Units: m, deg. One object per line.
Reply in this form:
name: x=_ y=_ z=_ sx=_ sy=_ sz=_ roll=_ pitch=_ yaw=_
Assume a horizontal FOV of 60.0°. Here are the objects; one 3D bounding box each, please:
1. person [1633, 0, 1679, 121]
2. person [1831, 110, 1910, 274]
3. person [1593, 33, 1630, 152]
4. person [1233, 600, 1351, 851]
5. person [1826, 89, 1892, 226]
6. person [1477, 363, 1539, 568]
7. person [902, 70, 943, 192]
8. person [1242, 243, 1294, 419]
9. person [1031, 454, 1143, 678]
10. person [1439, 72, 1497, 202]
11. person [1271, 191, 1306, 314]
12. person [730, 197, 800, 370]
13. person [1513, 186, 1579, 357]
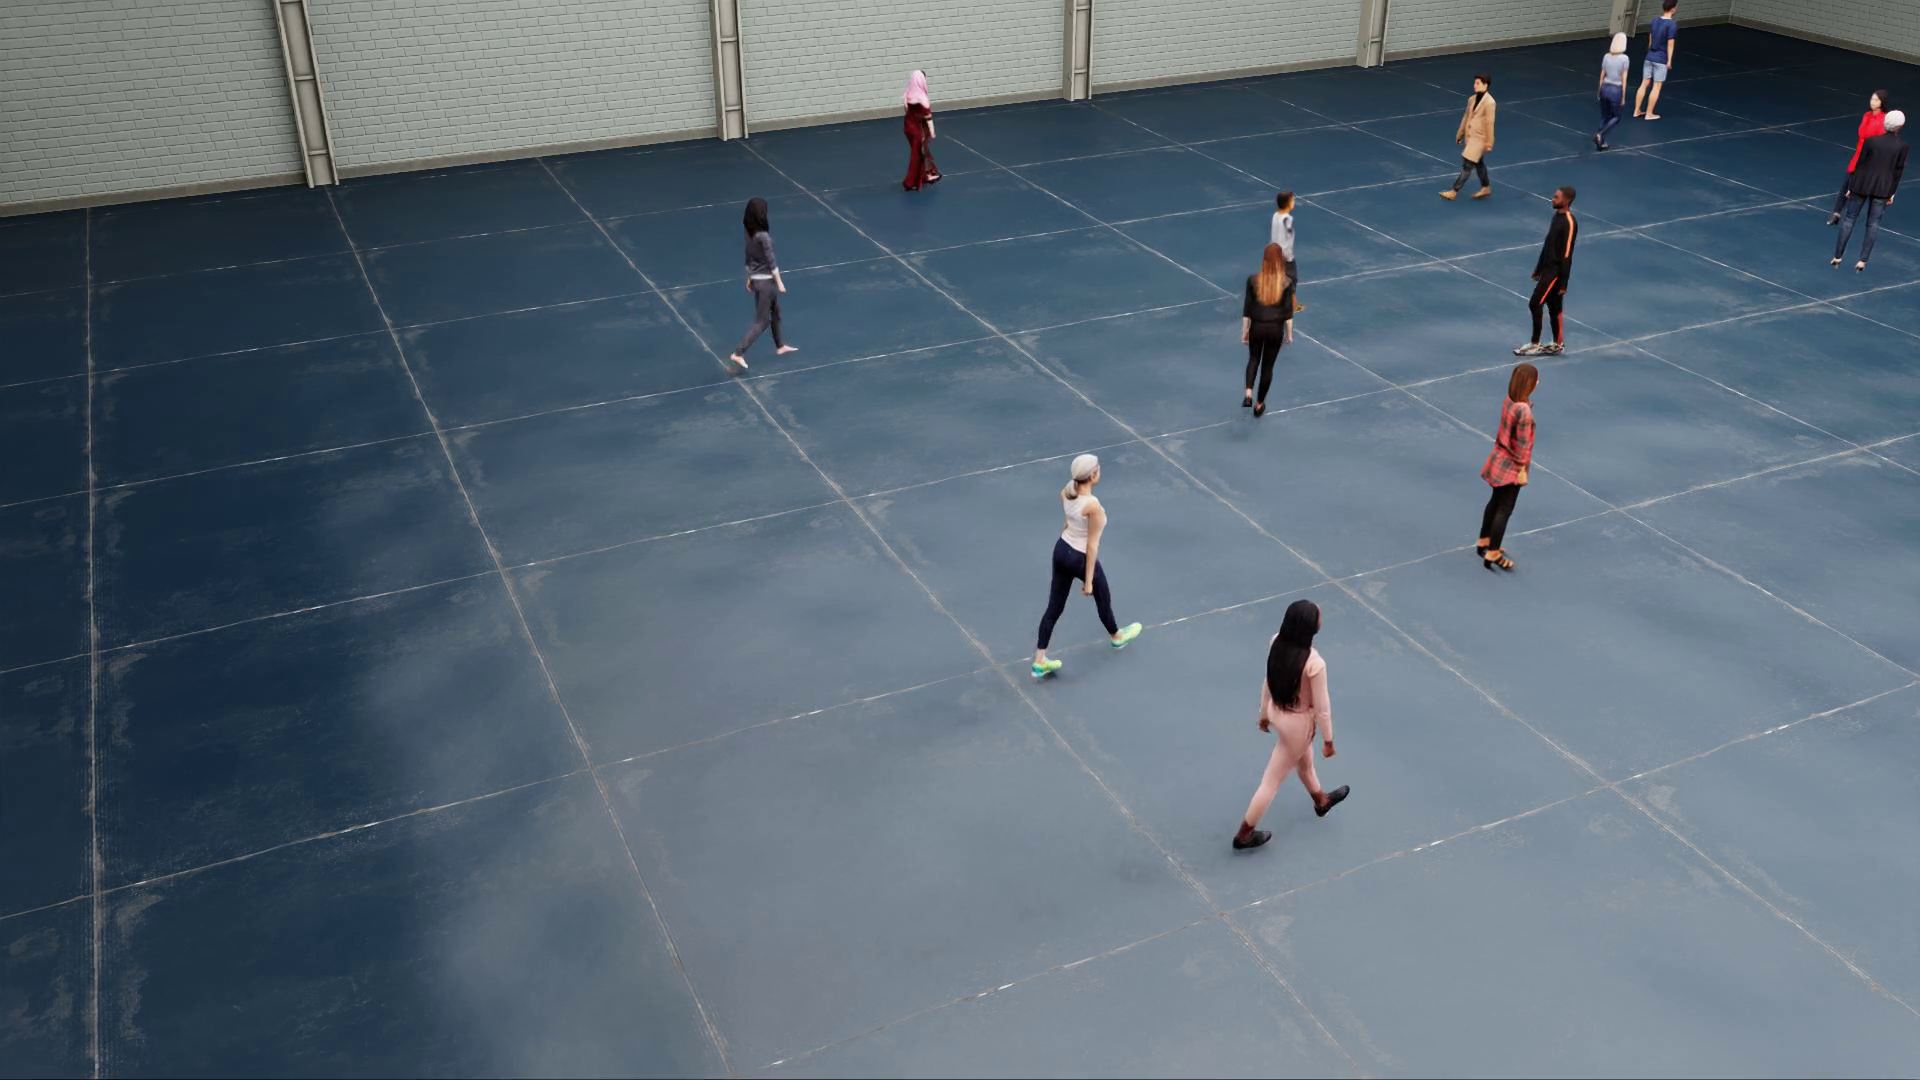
person: x=10.960 y=-7.564 z=26.153 sx=0.554 sy=1.842 sz=0.619 roll=-15 pitch=32 yaw=-26
person: x=9.795 y=-3.785 z=17.953 sx=0.824 sy=1.782 sz=0.783 roll=12 pitch=30 yaw=21
person: x=9.487 y=-6.512 z=24.316 sx=0.826 sy=1.711 sz=0.686 roll=-19 pitch=33 yaw=-31
person: x=1.907 y=1.162 z=9.945 sx=1.089 sy=1.675 sz=0.629 roll=-12 pitch=30 yaw=-21
person: x=11.615 y=-4.827 z=21.154 sx=1.105 sy=1.709 sz=0.668 roll=-10 pitch=30 yaw=-18
person: x=4.358 y=-0.600 z=13.227 sx=0.676 sy=1.699 sz=0.687 roll=0 pitch=28 yaw=0
person: x=-0.640 y=-5.536 z=22.587 sx=0.942 sy=1.614 sz=0.689 roll=-16 pitch=32 yaw=-28
person: x=2.883 y=-1.948 z=15.756 sx=0.741 sy=1.701 sz=0.796 roll=11 pitch=30 yaw=20
person: x=0.747 y=0.226 z=11.723 sx=1.223 sy=1.655 sz=0.781 roll=-19 pitch=33 yaw=-31
person: x=6.966 y=-5.350 z=22.161 sx=1.146 sy=1.685 sz=0.775 roll=-8 pitch=29 yaw=-15
person: x=3.497 y=-3.183 z=18.359 sx=0.892 sy=1.434 sz=0.674 roll=-17 pitch=32 yaw=-29
person: x=-2.058 y=-2.574 z=16.903 sx=1.126 sy=1.728 sz=0.696 roll=-18 pitch=33 yaw=-30
person: x=6.232 y=-2.752 z=17.174 sx=0.930 sy=1.788 sz=0.842 roll=1 pitch=28 yaw=1
